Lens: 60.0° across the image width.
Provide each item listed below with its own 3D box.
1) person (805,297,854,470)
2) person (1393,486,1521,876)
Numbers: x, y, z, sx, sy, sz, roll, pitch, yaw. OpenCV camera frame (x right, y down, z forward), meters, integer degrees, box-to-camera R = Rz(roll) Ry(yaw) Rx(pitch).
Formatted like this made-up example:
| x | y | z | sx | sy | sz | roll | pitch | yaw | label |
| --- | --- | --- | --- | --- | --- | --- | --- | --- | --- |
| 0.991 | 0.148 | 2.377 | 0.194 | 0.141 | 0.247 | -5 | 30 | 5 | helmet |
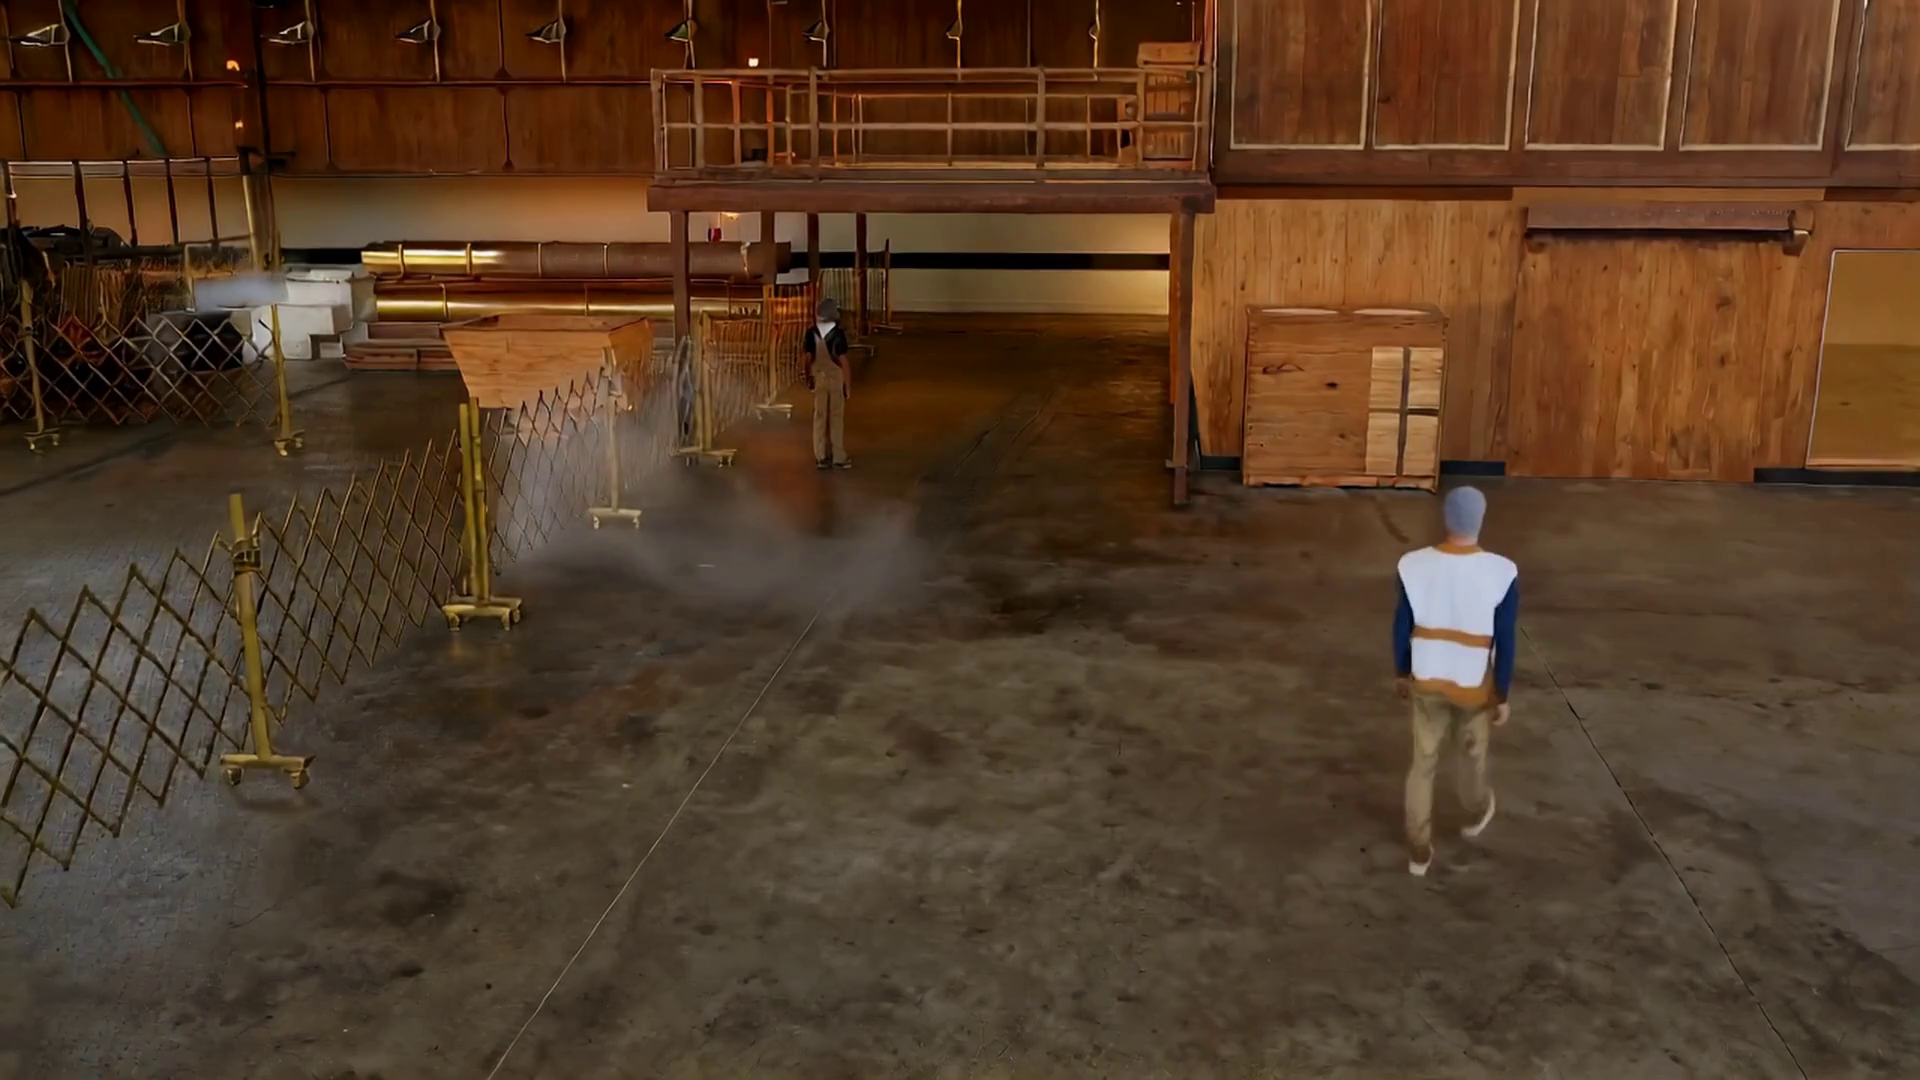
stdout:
| x | y | z | sx | sy | sz | roll | pitch | yaw | label |
| --- | --- | --- | --- | --- | --- | --- | --- | --- | --- |
| -1.401 | -1.673 | 17.785 | 0.505 | 1.846 | 0.346 | 7 | 15 | 25 | person |
| 2.445 | 0.653 | 8.232 | 0.599 | 1.869 | 0.971 | 7 | 15 | 26 | person |
